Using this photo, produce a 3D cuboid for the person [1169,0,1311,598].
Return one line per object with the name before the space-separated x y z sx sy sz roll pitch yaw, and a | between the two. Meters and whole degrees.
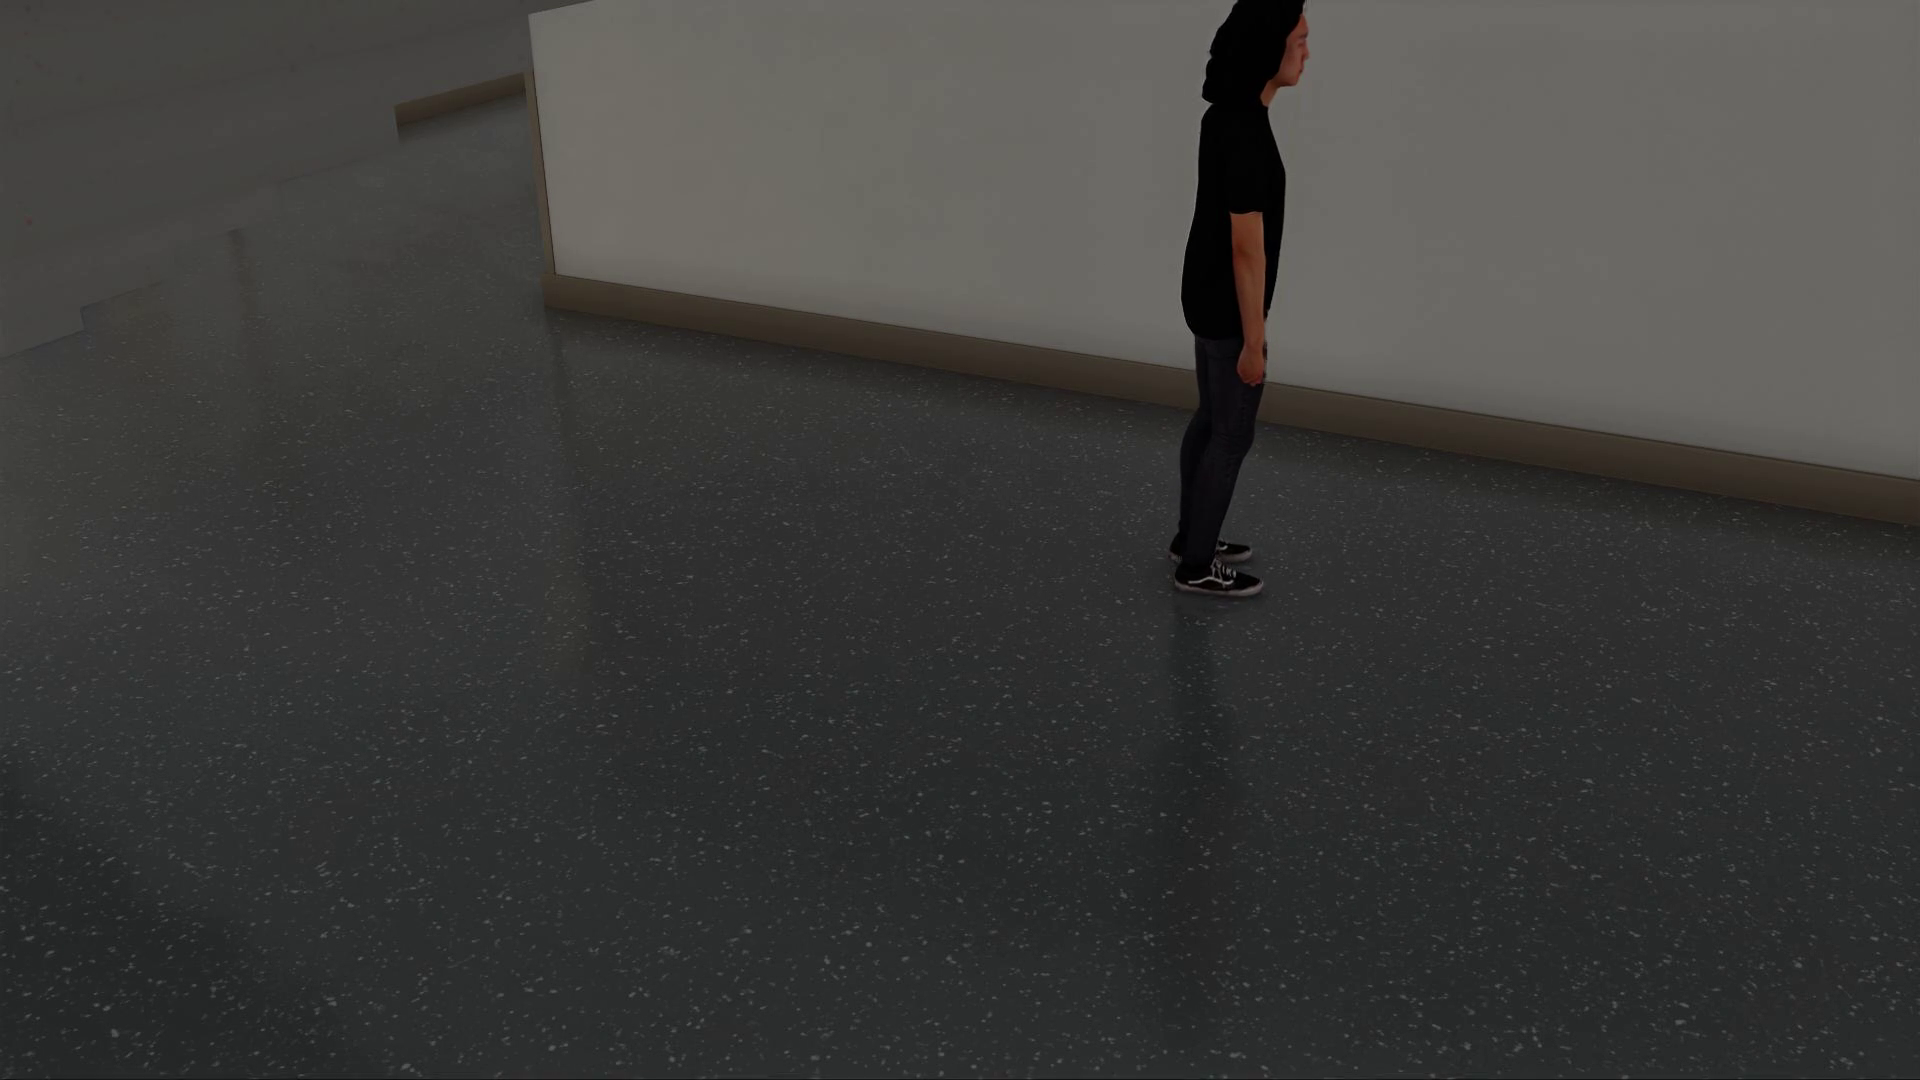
person | 0.785 -0.706 4.932 0.694 1.826 0.710 -1 26 -3
